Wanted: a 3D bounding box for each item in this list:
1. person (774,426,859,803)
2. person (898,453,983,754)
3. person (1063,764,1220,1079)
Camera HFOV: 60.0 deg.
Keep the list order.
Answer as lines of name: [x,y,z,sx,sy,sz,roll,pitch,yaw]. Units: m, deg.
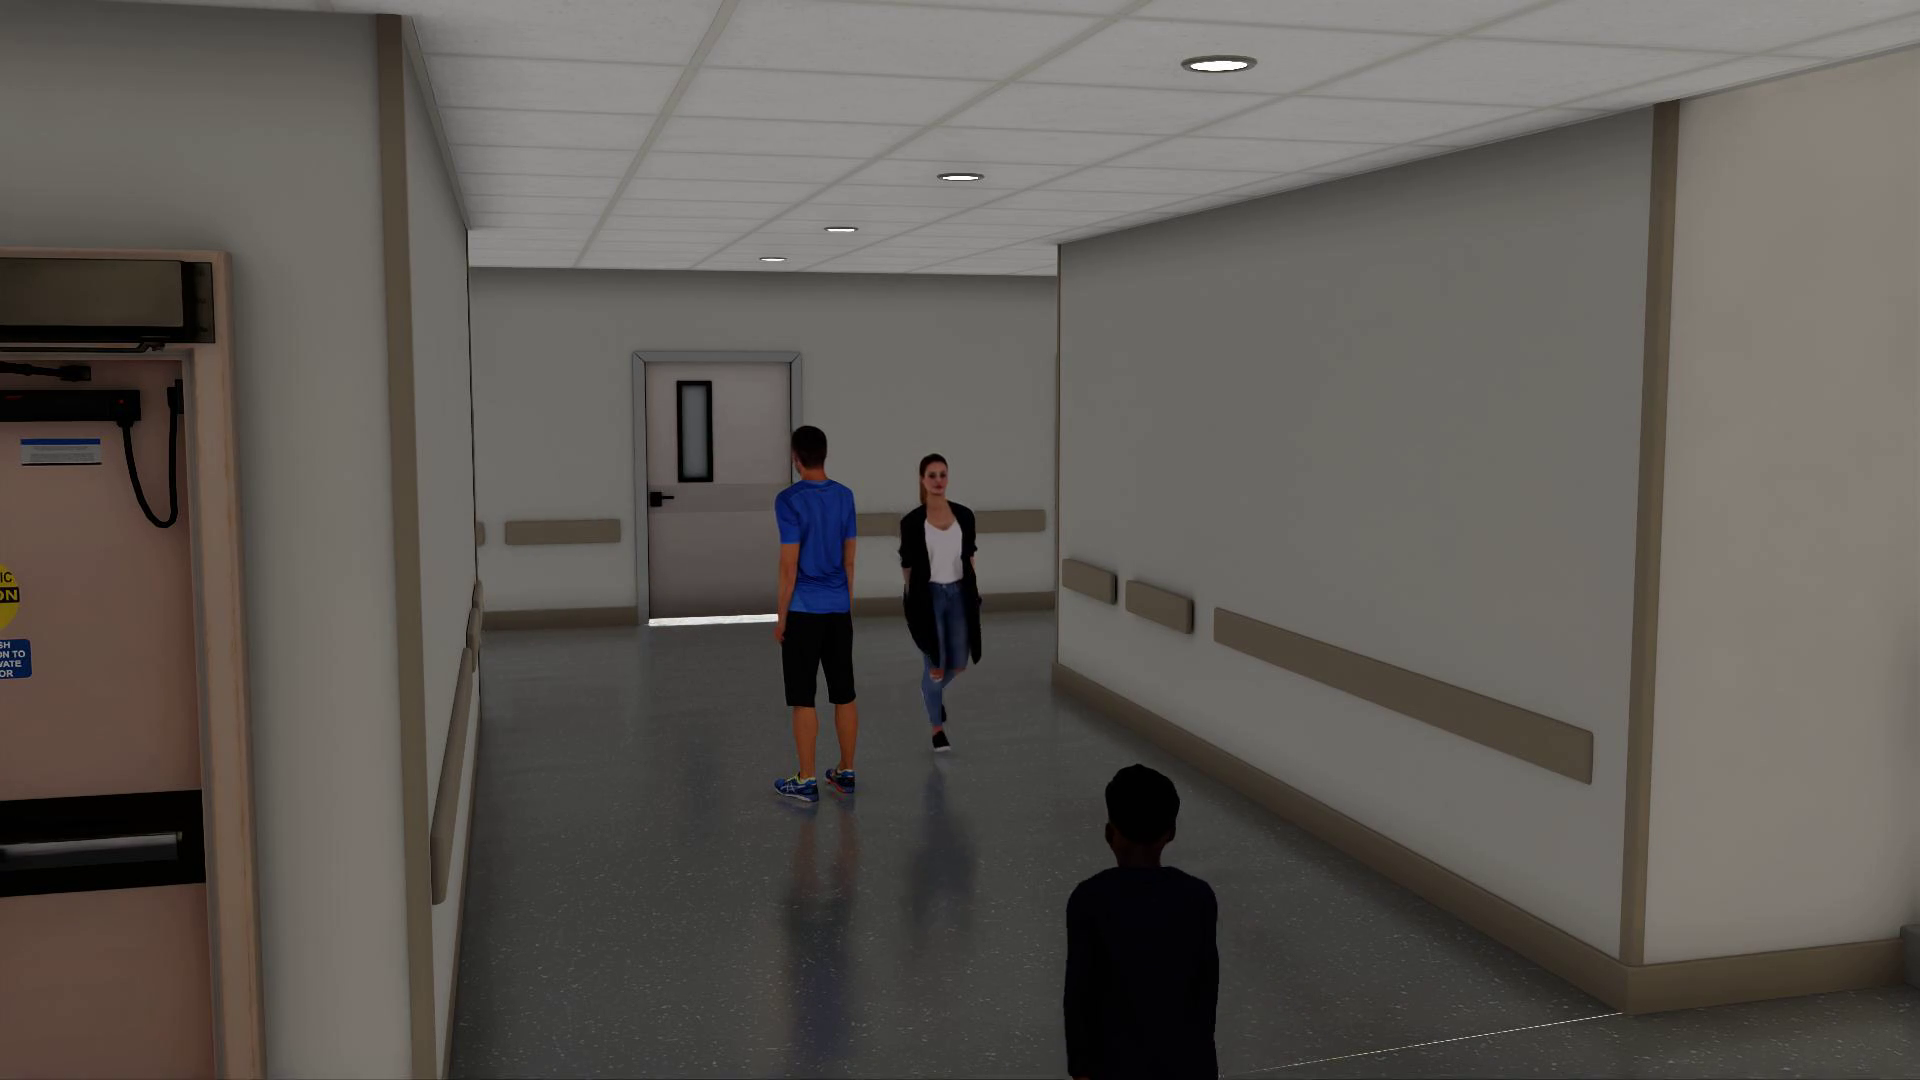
person: [-0.713,0.359,8.361,0.629,1.867,0.752,-4,7,-38]
person: [-0.137,0.350,9.434,0.743,1.671,0.700,-2,6,-17]
person: [0.418,1.143,3.639,0.655,1.253,0.653,0,6,-3]
